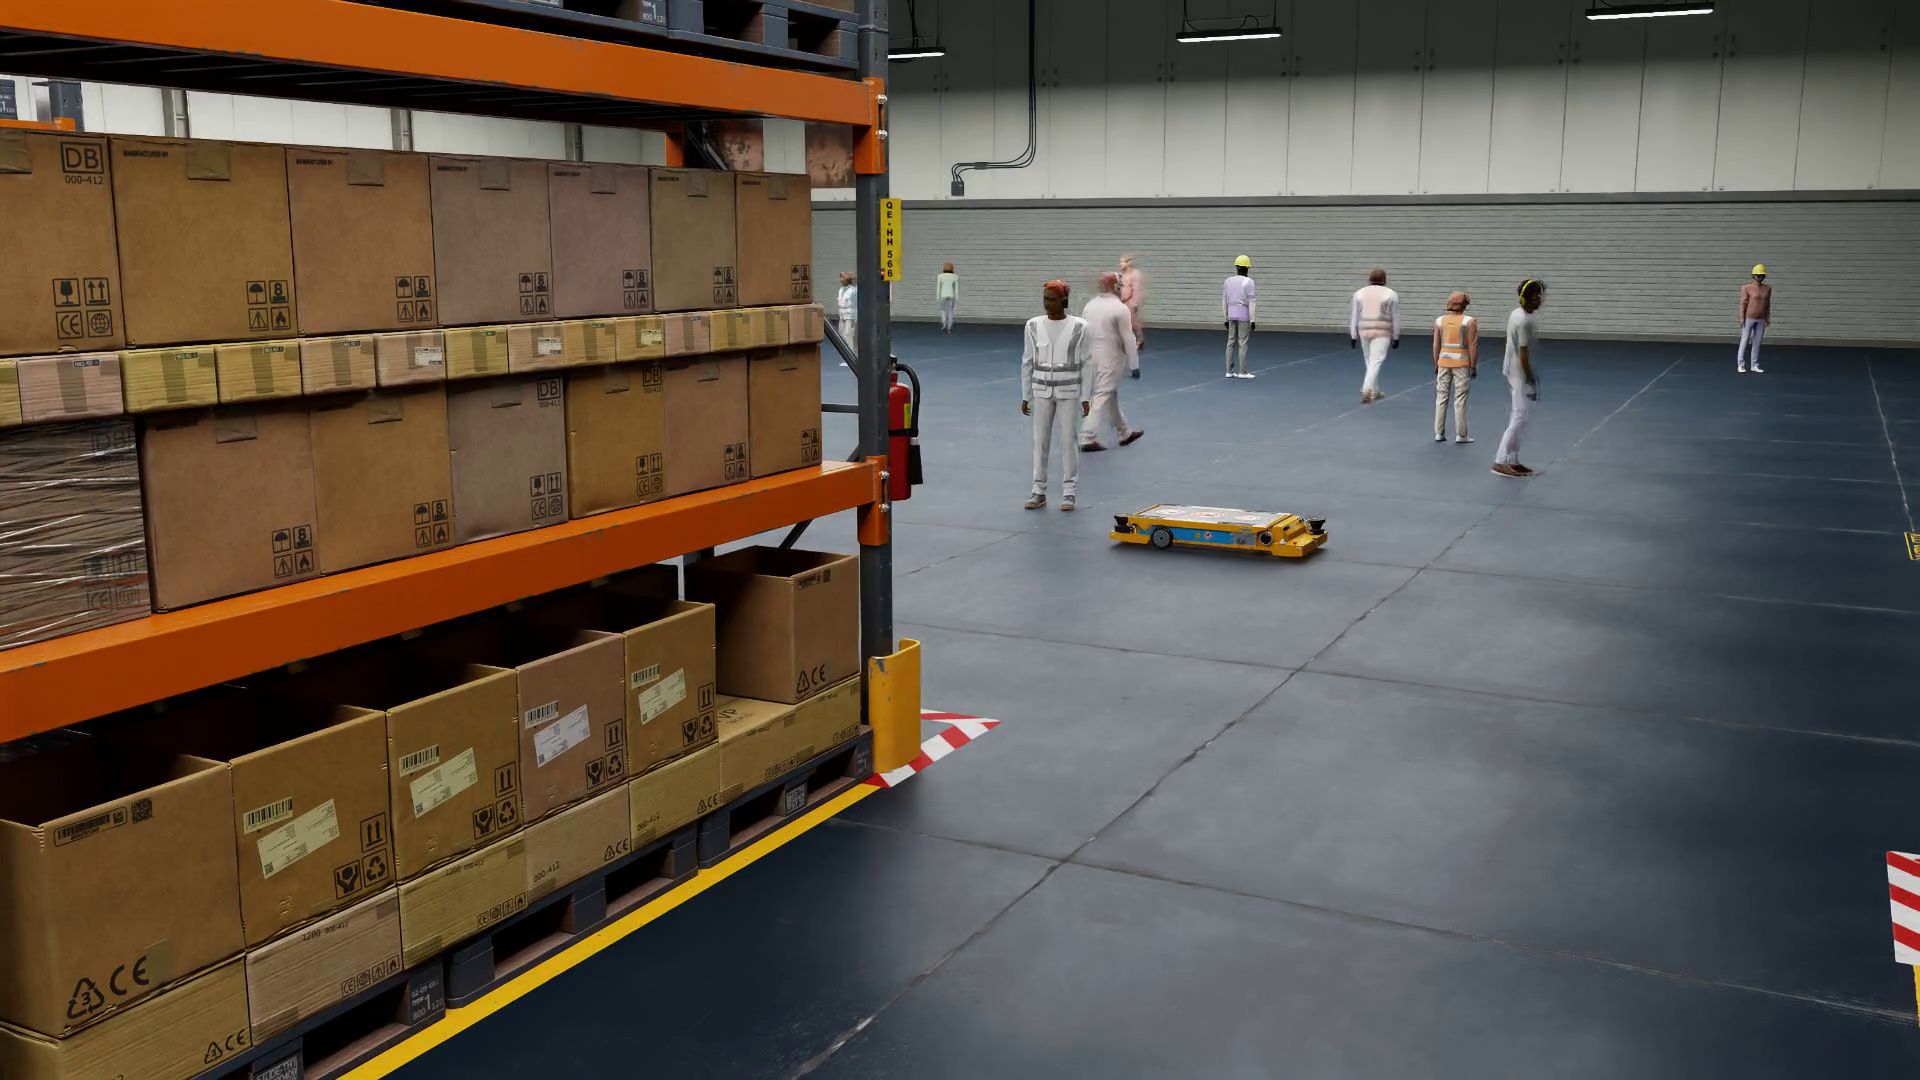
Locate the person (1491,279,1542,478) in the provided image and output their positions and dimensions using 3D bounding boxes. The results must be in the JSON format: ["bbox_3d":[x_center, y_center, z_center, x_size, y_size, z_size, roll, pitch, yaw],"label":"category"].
[{"bbox_3d":[5.205,-1.505,15.530,0.403,1.838,0.619,2,11,11],"label":"person"}]

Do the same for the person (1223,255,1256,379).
[{"bbox_3d":[4.399,-3.496,26.115,0.367,1.926,0.594,-10,14,-43],"label":"person"}]

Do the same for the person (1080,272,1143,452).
[{"bbox_3d":[1.615,-1.868,17.445,1.008,1.850,0.676,-7,13,-34],"label":"person"}]

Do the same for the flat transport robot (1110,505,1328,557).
[{"bbox_3d":[1.871,-0.084,12.032,1.431,0.197,0.652,5,12,27],"label":"flat transport robot"}]

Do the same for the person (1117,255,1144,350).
[{"bbox_3d":[3.278,-4.613,32.371,0.649,1.872,0.939,9,14,40],"label":"person"}]

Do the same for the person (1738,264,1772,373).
[{"bbox_3d":[13.012,-3.614,27.200,0.535,1.767,0.317,-1,10,-7],"label":"person"}]

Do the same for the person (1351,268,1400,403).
[{"bbox_3d":[5.596,-2.767,22.480,0.641,1.815,0.911,8,13,36],"label":"person"}]

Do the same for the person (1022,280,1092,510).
[{"bbox_3d":[0.785,-1.180,13.607,0.584,1.881,0.337,3,11,17],"label":"person"}]

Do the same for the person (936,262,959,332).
[{"bbox_3d":[-0.289,-5.620,38.525,0.538,1.616,0.388,-1,10,-6],"label":"person"}]

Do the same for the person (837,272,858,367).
[{"bbox_3d":[-1.909,-3.784,28.521,0.395,1.626,0.517,-8,13,-35],"label":"person"}]

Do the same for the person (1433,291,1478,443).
[{"bbox_3d":[5.358,-1.866,18.014,0.513,1.640,0.309,10,14,43],"label":"person"}]
